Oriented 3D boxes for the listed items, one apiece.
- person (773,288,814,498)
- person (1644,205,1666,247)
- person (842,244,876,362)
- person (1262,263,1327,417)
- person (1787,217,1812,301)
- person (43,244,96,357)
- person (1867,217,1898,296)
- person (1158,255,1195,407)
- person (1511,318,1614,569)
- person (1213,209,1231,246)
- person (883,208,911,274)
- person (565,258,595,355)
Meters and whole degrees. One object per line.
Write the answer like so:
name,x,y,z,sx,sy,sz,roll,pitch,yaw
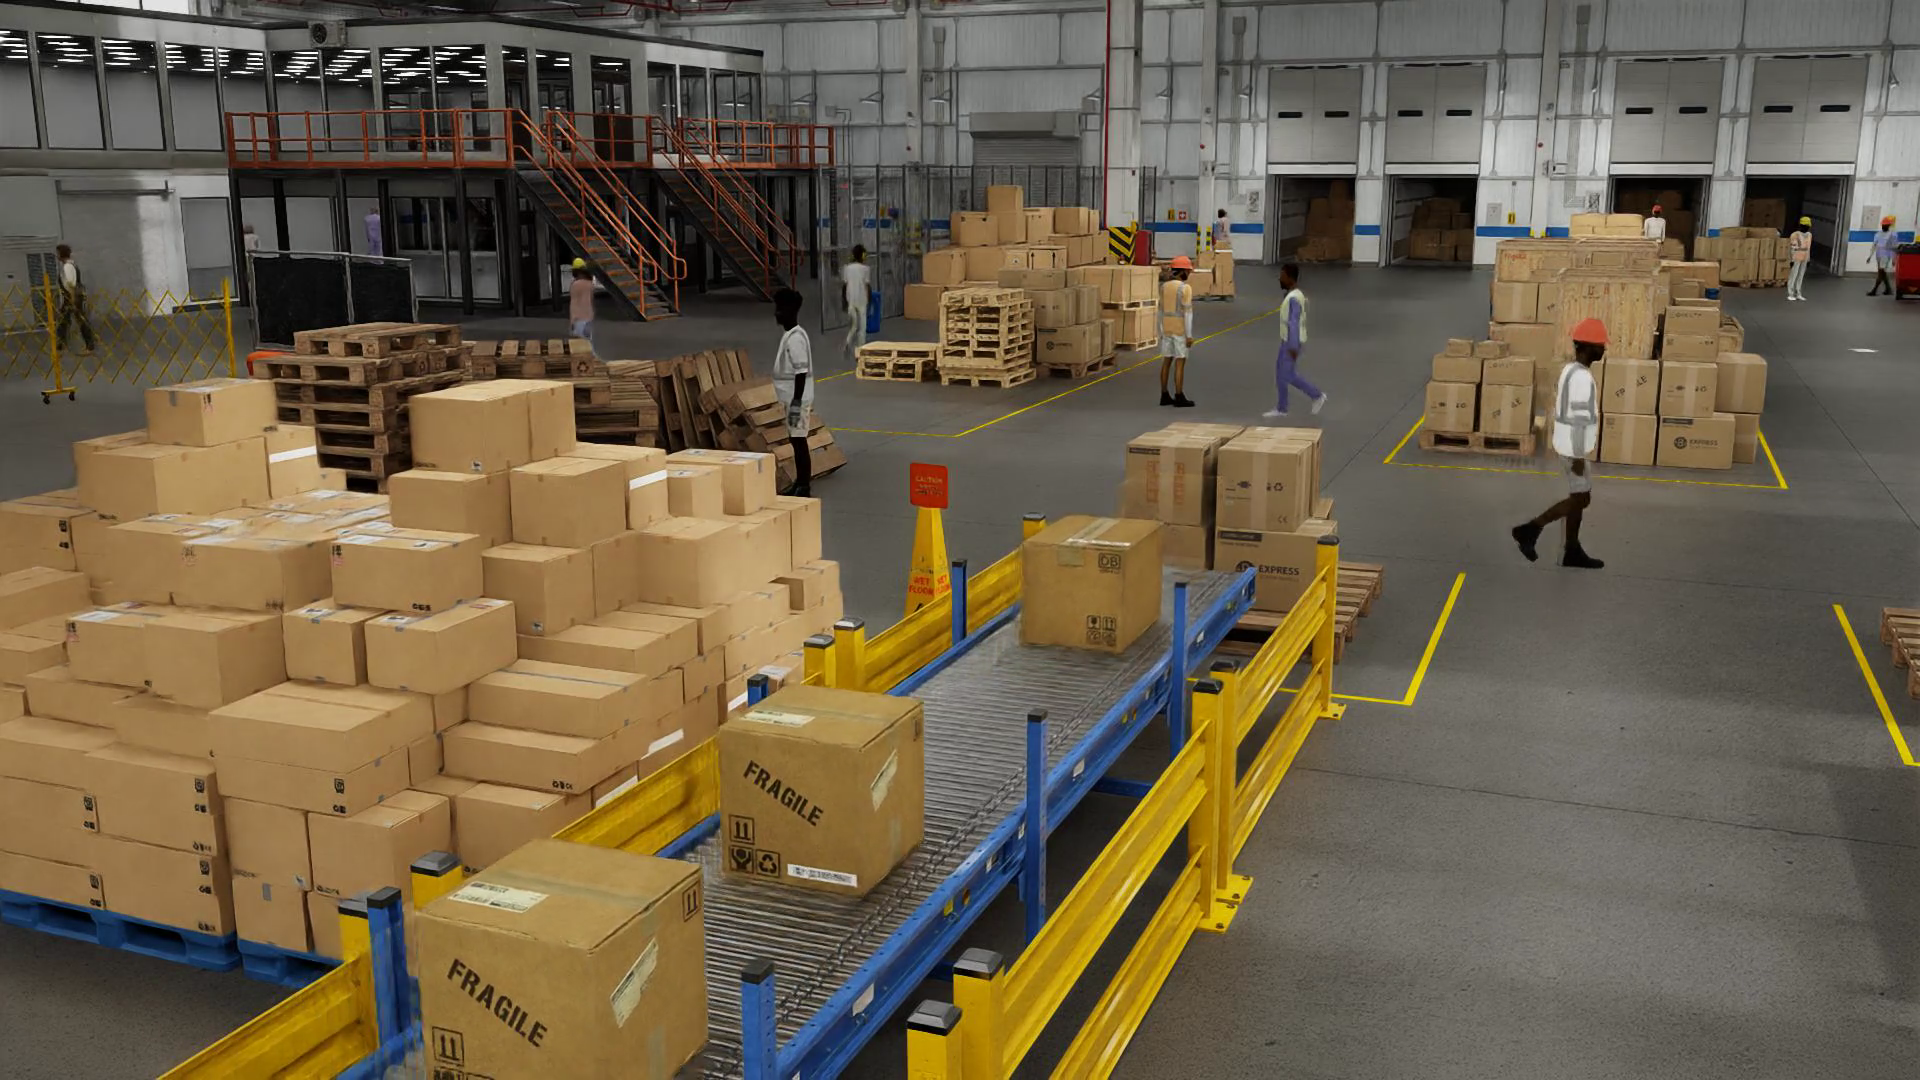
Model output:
person,-1.495,-1.270,14.950,0.370,1.967,0.602,-2,13,-8
person,19.846,-8.559,47.574,0.612,1.997,0.375,1,13,3
person,-1.604,-3.720,26.212,0.506,1.848,0.447,7,14,29
person,4.093,-2.420,20.275,0.667,1.897,0.597,1,13,6
person,19.509,-6.526,38.606,0.588,1.930,0.364,-5,13,-21
person,-14.540,-3.874,26.980,0.883,1.805,0.524,-3,13,-11
person,22.285,-6.829,40.071,0.971,1.899,0.549,-5,13,-21
person,2.781,-2.671,21.307,0.376,1.934,0.547,-9,16,-36
person,4.595,-0.716,12.569,0.600,1.922,0.566,4,13,16
person,7.884,-9.081,50.287,0.448,1.832,0.651,12,17,43
person,-1.836,-8.730,48.532,0.883,1.924,0.614,-5,14,-23
person,-5.507,-3.201,24.097,0.461,1.748,0.543,6,14,25
